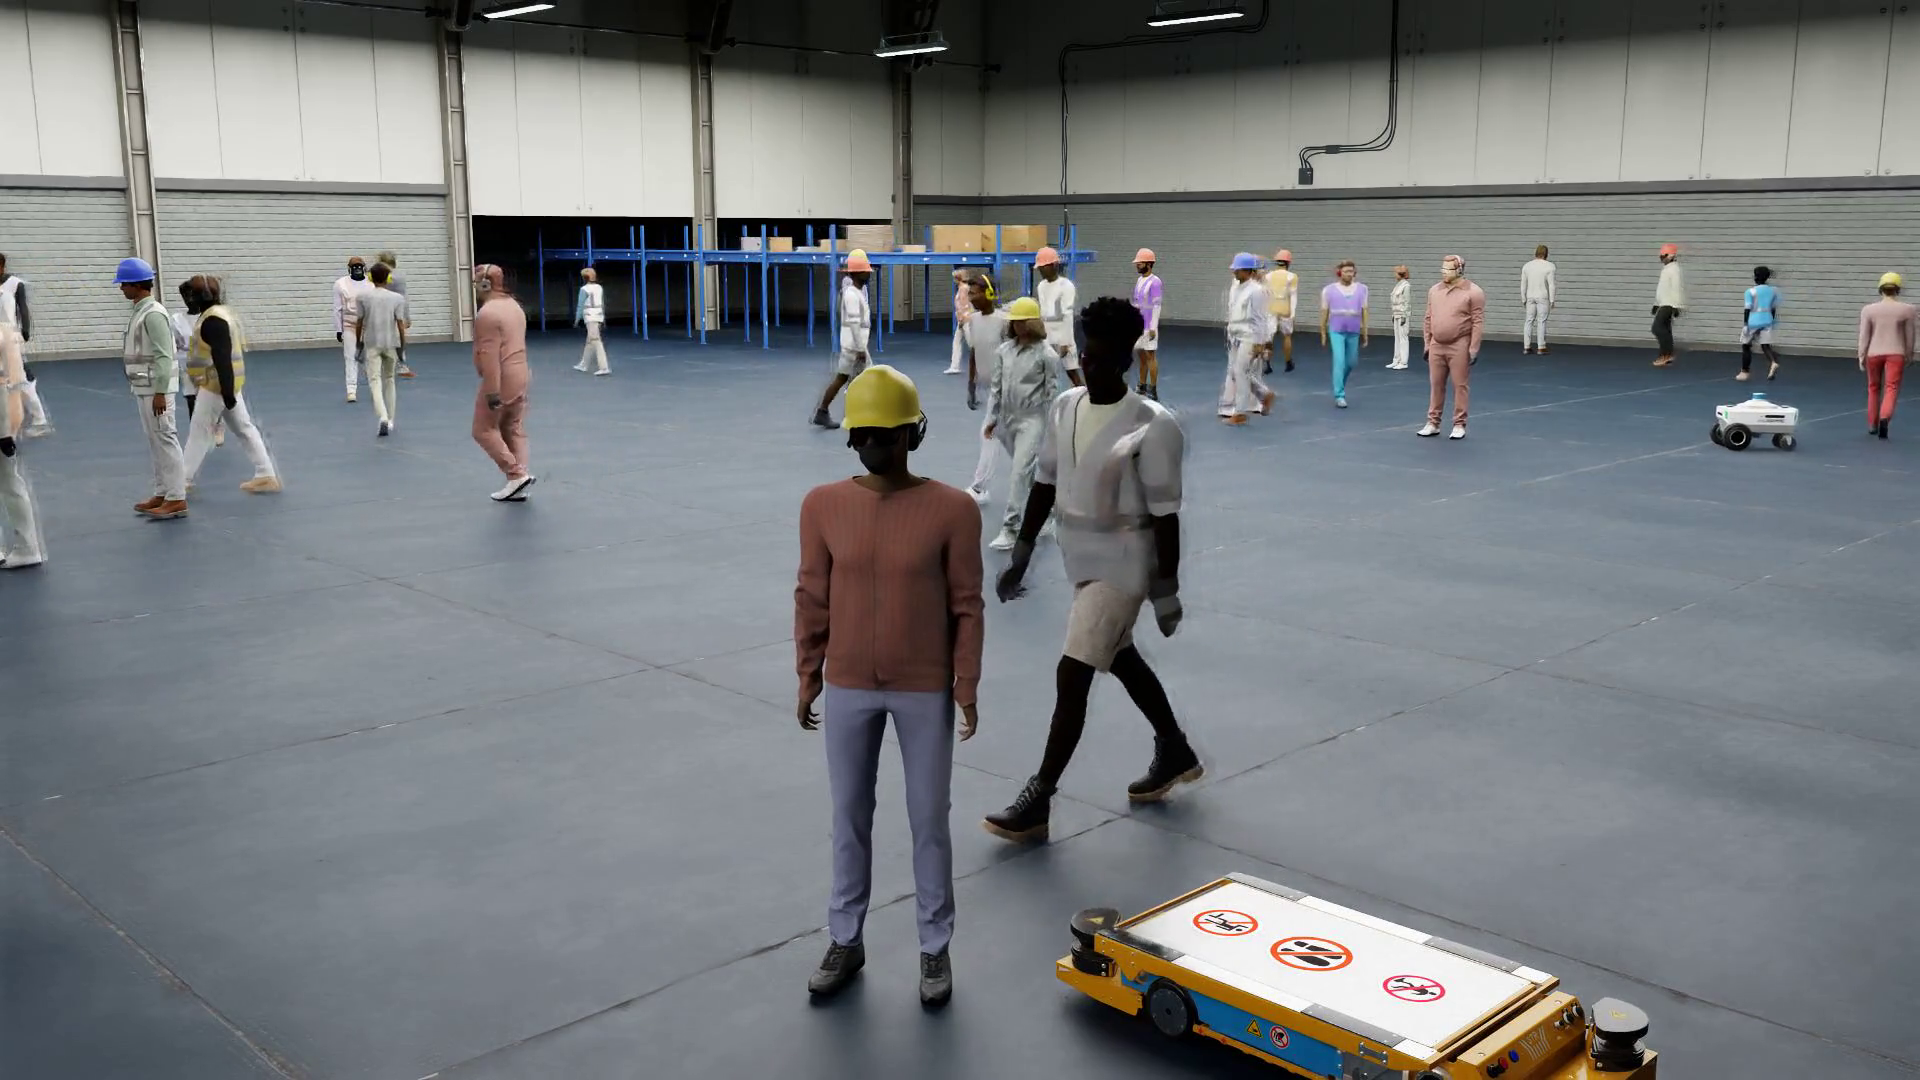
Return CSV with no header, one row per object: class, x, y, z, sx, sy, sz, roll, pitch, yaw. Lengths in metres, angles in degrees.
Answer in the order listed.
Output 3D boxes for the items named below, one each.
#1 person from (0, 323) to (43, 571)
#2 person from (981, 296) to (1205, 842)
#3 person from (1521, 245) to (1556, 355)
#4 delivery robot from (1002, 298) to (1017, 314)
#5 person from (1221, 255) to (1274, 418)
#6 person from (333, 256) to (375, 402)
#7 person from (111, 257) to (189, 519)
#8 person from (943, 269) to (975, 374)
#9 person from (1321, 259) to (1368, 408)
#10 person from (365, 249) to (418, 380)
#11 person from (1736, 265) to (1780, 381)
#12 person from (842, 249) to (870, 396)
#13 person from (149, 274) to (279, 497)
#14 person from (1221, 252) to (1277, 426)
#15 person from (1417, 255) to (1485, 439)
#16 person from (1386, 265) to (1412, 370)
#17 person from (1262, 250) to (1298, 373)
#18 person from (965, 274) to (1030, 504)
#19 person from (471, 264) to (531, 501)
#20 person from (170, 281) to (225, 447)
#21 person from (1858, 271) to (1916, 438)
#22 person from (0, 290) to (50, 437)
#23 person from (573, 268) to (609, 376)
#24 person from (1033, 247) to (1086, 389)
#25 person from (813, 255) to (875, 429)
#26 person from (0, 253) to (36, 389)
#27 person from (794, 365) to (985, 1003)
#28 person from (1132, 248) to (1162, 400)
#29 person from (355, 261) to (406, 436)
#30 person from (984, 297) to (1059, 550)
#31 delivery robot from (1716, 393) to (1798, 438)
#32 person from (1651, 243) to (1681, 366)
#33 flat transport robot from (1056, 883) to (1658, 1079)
person,-6.169,-0.743,10.428,0.636,1.905,0.606,-4,11,-21
person,0.534,0.087,5.921,1.006,1.910,0.684,-6,12,-28
person,10.338,-4.297,29.737,0.356,1.938,0.633,-10,14,-43
delivery robot,1.381,-5.810,41.623,0.477,0.478,0.707,-10,14,-44
person,3.409,-2.357,19.327,0.787,1.876,0.650,0,10,-2
person,-7.662,-2.696,21.273,0.636,1.842,0.429,-6,12,-28
person,-6.079,-1.140,12.502,0.401,1.942,0.610,-8,13,-36
person,0.149,-3.343,25.432,0.750,1.604,0.584,-1,10,-5
person,4.769,-2.588,20.758,0.579,1.820,0.751,-1,10,-6
person,-8.346,-3.277,24.267,0.635,1.917,0.893,7,13,34
person,11.552,-3.116,23.984,0.535,1.674,0.729,-1,10,-6
person,-1.351,-2.842,21.832,0.366,1.926,0.593,-5,11,-24
person,-6.108,-1.258,13.567,0.979,1.791,0.645,-4,11,-19
person,3.270,-2.261,18.688,0.675,1.930,0.616,-4,11,-20
person,5.128,-2.018,17.409,0.401,1.905,0.642,-10,14,-43
person,6.980,-3.525,26.346,0.310,1.639,0.514,-1,10,-4
person,4.946,-3.534,25.737,0.550,1.895,0.962,5,12,26
person,0.329,-1.220,13.326,0.972,1.816,0.581,-8,13,-37
person,-3.662,-1.239,13.220,0.411,1.888,0.659,2,11,13
person,-7.322,-1.654,16.015,0.543,1.679,0.431,-3,11,-16
person,9.725,-1.952,17.497,0.520,1.737,0.825,7,13,35
person,-9.953,-1.947,17.222,0.593,1.831,0.985,5,11,25
person,-5.659,-3.303,25.206,0.805,1.601,0.535,4,11,21
person,1.069,-2.220,18.341,1.022,1.990,0.642,-8,13,-36
person,-1.165,-2.154,18.195,0.998,1.896,0.559,1,10,6
person,-12.203,-2.722,21.249,0.593,1.903,0.477,2,11,11
person,-0.200,0.403,4.581,0.533,1.767,0.312,2,11,10
person,2.382,-2.779,21.458,0.360,1.939,0.543,-4,11,-22
person,-6.207,-2.065,17.840,0.514,1.841,0.901,-5,12,-27
person,0.480,-0.829,11.476,0.482,1.700,0.919,9,14,40
delivery robot,7.968,-1.226,16.628,0.707,0.478,0.477,2,11,9
person,11.421,-3.808,26.956,0.483,1.975,0.626,2,11,13
flat transport robot,1.002,1.205,4.401,0.652,0.197,1.431,-10,14,-44
